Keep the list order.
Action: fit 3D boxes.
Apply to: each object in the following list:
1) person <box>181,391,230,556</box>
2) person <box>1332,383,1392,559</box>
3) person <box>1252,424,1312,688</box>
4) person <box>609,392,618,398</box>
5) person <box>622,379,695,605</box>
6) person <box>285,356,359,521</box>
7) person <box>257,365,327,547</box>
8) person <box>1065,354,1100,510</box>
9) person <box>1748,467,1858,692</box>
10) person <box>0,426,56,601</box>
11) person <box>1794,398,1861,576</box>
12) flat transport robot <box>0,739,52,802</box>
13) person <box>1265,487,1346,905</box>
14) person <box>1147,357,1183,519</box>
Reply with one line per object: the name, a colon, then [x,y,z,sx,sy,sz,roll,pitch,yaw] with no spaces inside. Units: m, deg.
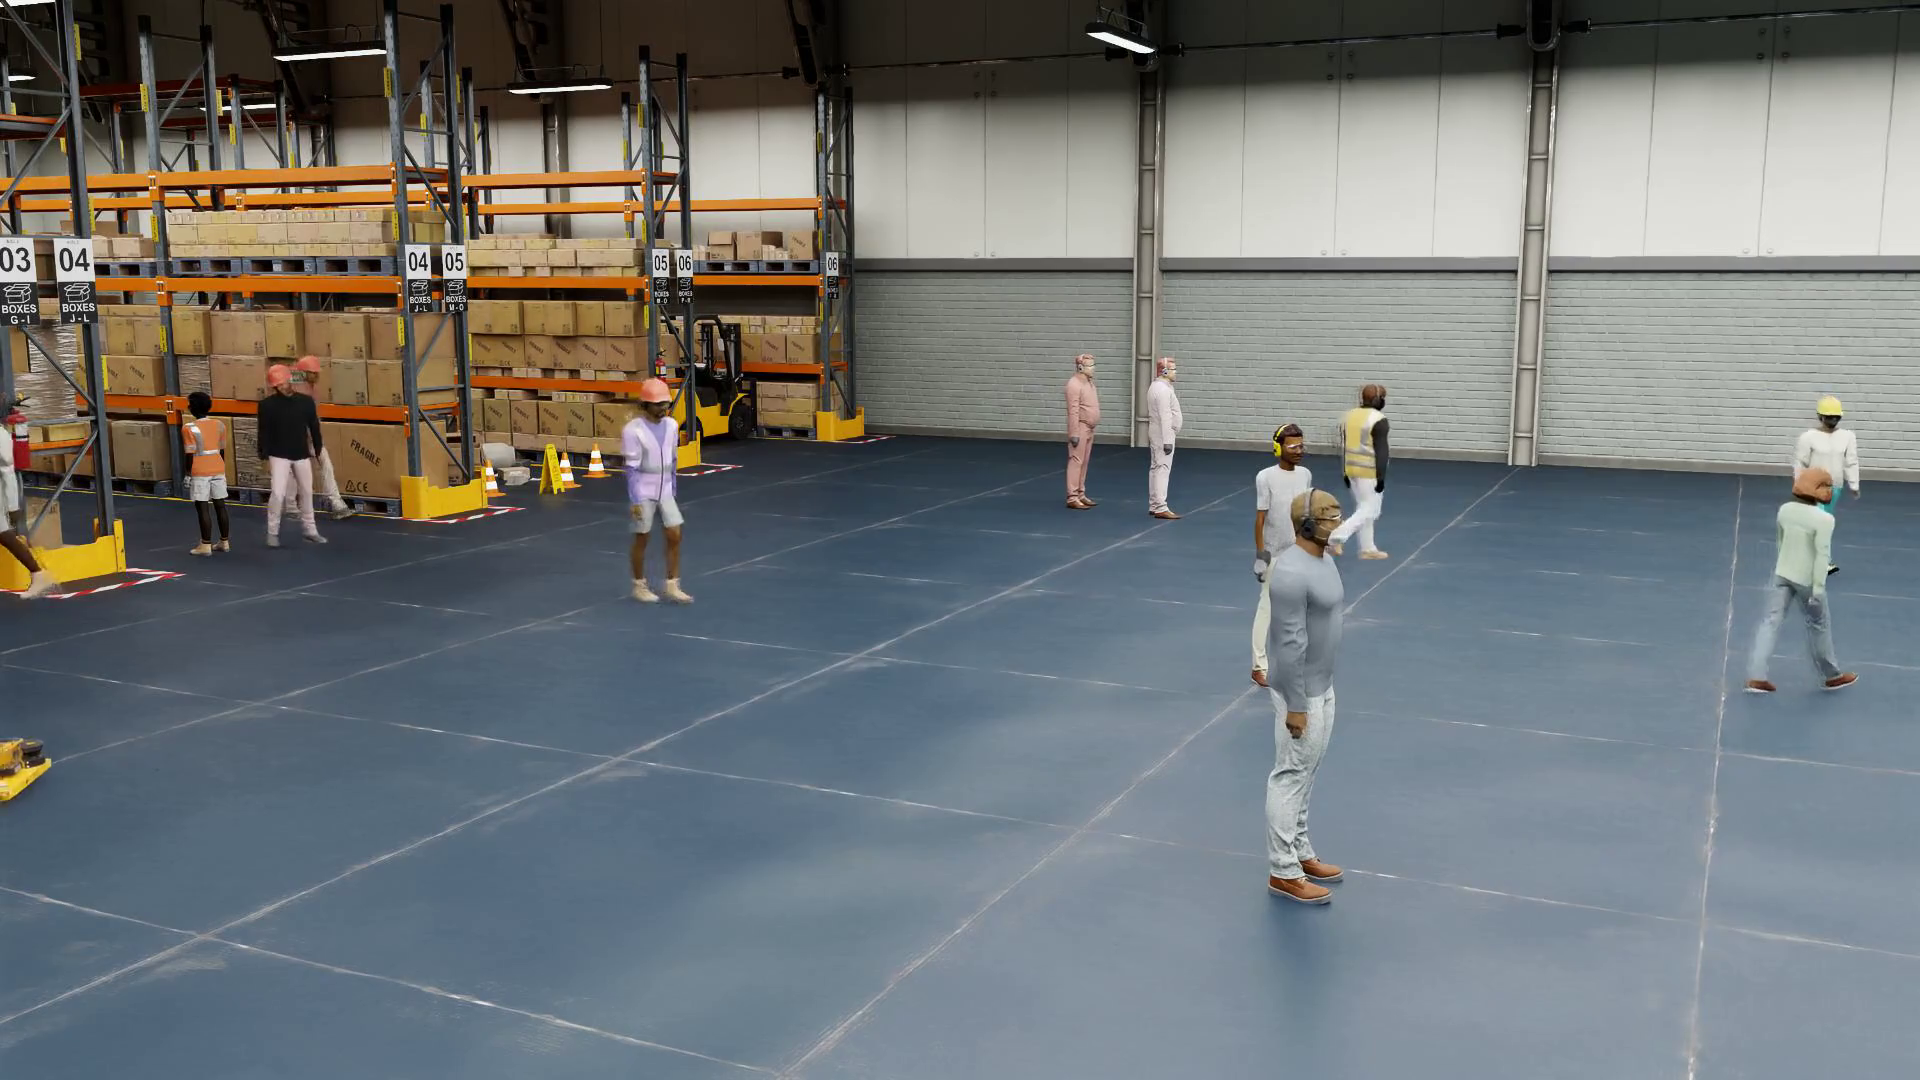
person: [-7.787,-0.686,17.161,0.318,1.699,0.533,4,10,21]
person: [4.024,-0.670,16.710,0.700,1.820,0.641,-3,10,-20]
person: [2.300,0.105,11.791,0.513,1.871,0.329,-6,11,-33]
person: [-5.640,-2.334,26.489,0.657,1.947,0.634,4,10,25]
person: [-2.648,-0.404,14.487,0.792,2.001,0.619,9,13,43]
person: [-7.500,-1.158,19.314,0.998,1.940,0.611,3,10,19]
person: [-7.130,-0.884,17.646,0.452,1.955,0.690,9,13,44]
person: [1.528,-1.338,20.530,0.399,1.907,0.644,4,10,22]
person: [5.874,0.281,11.562,0.845,1.587,0.517,-3,10,-20]
person: [-8.432,-0.382,14.454,0.618,1.986,1.104,6,11,34]
person: [8.375,-0.507,16.036,0.529,1.710,0.935,0,9,0]
flat transport robot: [-5.958,1.313,9.275,1.431,0.197,0.652,-2,9,-10]
person: [1.637,0.716,7.835,0.372,1.940,0.631,4,10,24]
person: [2.432,-1.207,19.726,0.408,1.908,0.643,-1,9,-4]
